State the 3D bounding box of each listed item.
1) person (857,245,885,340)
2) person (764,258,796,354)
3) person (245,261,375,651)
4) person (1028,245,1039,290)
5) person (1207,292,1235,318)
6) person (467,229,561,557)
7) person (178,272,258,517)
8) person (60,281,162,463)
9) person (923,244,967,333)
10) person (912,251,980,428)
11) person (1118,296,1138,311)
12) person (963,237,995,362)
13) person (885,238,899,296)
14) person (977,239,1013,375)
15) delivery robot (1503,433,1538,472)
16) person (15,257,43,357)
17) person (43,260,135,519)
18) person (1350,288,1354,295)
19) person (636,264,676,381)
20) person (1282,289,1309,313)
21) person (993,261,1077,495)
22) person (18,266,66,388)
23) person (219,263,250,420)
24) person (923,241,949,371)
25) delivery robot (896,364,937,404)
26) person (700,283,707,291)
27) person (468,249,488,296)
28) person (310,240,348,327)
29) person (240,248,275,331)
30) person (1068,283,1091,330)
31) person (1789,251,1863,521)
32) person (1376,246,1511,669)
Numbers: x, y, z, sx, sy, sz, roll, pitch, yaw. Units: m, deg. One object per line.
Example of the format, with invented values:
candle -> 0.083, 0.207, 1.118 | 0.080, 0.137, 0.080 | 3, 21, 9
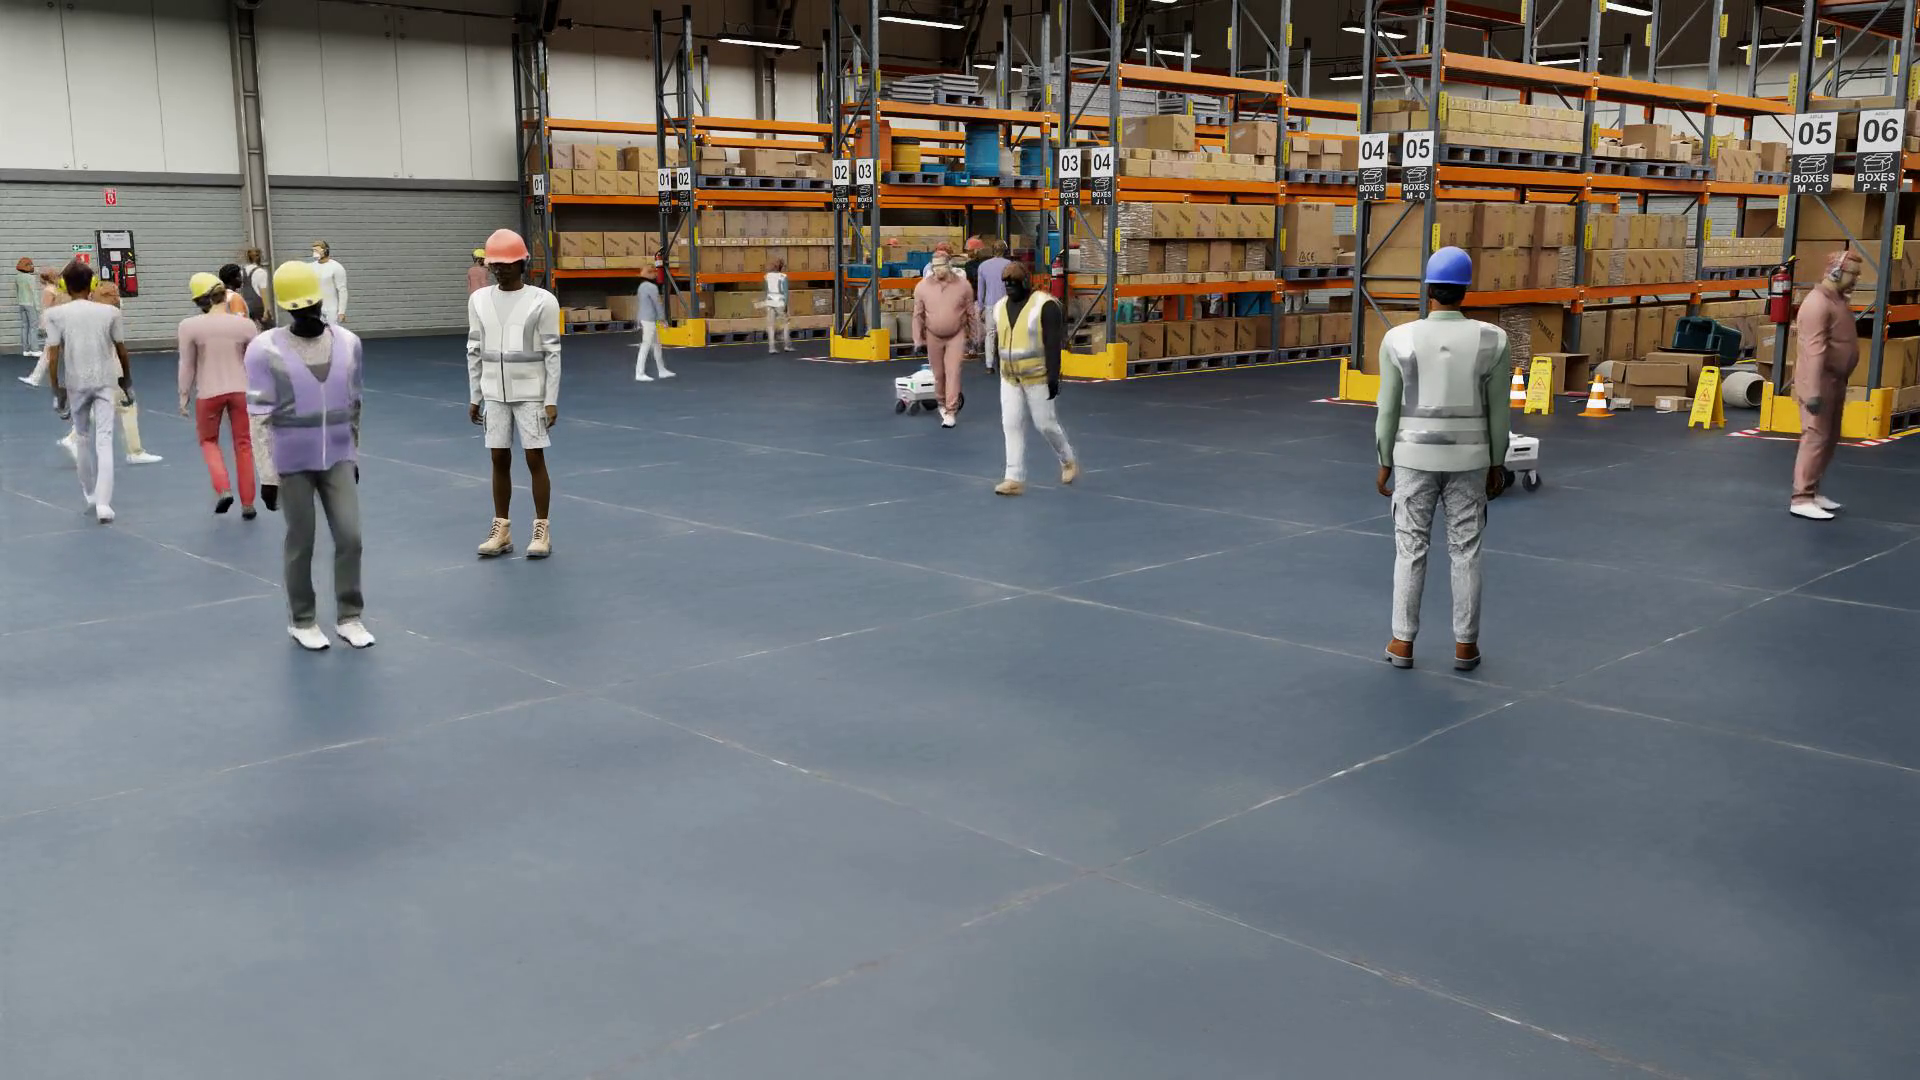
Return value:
person -> -1.653, -4.741, 31.917 | 0.605, 1.813, 0.720 | 10, 14, 42
person -> -3.069, -3.987, 28.330 | 0.518, 1.619, 0.624 | 6, 12, 28
person -> -3.105, -0.381, 7.929 | 0.601, 1.878, 0.651 | -10, 14, -44
person -> 1.363, -4.874, 32.674 | 0.998, 1.788, 0.631 | -8, 13, -38
person -> 4.580, -4.307, 29.238 | 0.540, 1.930, 0.383 | -2, 11, -11
person -> -2.789, -0.907, 10.382 | 0.606, 2.039, 0.381 | 2, 11, 9
person -> -5.214, -1.022, 11.811 | 0.629, 1.734, 0.378 | -7, 12, -32
person -> -7.503, -1.460, 14.575 | 0.726, 1.607, 0.507 | -9, 14, -40
person -> -0.187, -2.885, 21.602 | 0.622, 1.878, 0.338 | 3, 11, 18
person -> -0.149, -2.161, 17.759 | 0.703, 1.852, 0.961 | 1, 10, 6
person -> 2.748, -3.989, 27.969 | 0.535, 1.750, 0.546 | 4, 11, 22
person -> 0.345, -3.876, 26.778 | 0.772, 1.973, 0.631 | -7, 12, -32
person -> -1.555, -5.981, 38.345 | 0.543, 1.931, 0.371 | 10, 14, 43
person -> 0.565, -3.370, 24.084 | 0.635, 1.937, 0.353 | 3, 11, 16
delivery robot -> 4.230, -0.698, 13.148 | 0.707, 0.478, 0.477 | -6, 12, -30
person -> -15.466, -3.870, 27.642 | 0.501, 1.633, 0.279 | 5, 12, 26
person -> -6.246, -1.087, 11.973 | 0.518, 1.818, 0.986 | -4, 11, -22
person -> 8.068, -5.075, 33.300 | 0.614, 1.964, 0.361 | -4, 11, -23
person -> -4.202, -3.010, 23.039 | 0.744, 1.607, 0.508 | -6, 12, -29
person -> 6.108, -4.501, 30.277 | 0.594, 1.927, 0.367 | 10, 14, 43
person -> 0.580, -1.272, 13.018 | 0.659, 1.809, 0.796 | 8, 13, 37
person -> -11.770, -2.729, 21.506 | 0.898, 1.583, 0.537 | -3, 11, -17
person -> -7.844, -2.136, 18.014 | 0.318, 1.697, 0.535 | -10, 14, -43
person -> -0.246, -3.322, 23.904 | 0.411, 1.911, 0.643 | 7, 13, 35
delivery robot -> -0.379, -1.754, 18.909 | 0.707, 0.478, 0.477 | -8, 13, -39
person -> -5.422, -5.316, 34.412 | 0.393, 2.039, 0.613 | -6, 12, -29
person -> -8.345, -4.172, 28.951 | 0.523, 1.760, 0.327 | 9, 14, 40
person -> -8.700, -3.145, 22.858 | 0.629, 1.940, 0.378 | 4, 11, 20
person -> -10.378, -3.425, 24.744 | 0.513, 1.813, 0.869 | 3, 11, 16
person -> 2.344, -5.263, 34.820 | 0.637, 1.782, 0.925 | 10, 15, 44
person -> 6.145, -1.100, 11.856 | 0.426, 1.891, 0.674 | 9, 14, 40
person -> 2.230, -0.374, 7.717 | 0.602, 1.948, 0.386 | 2, 11, 11
